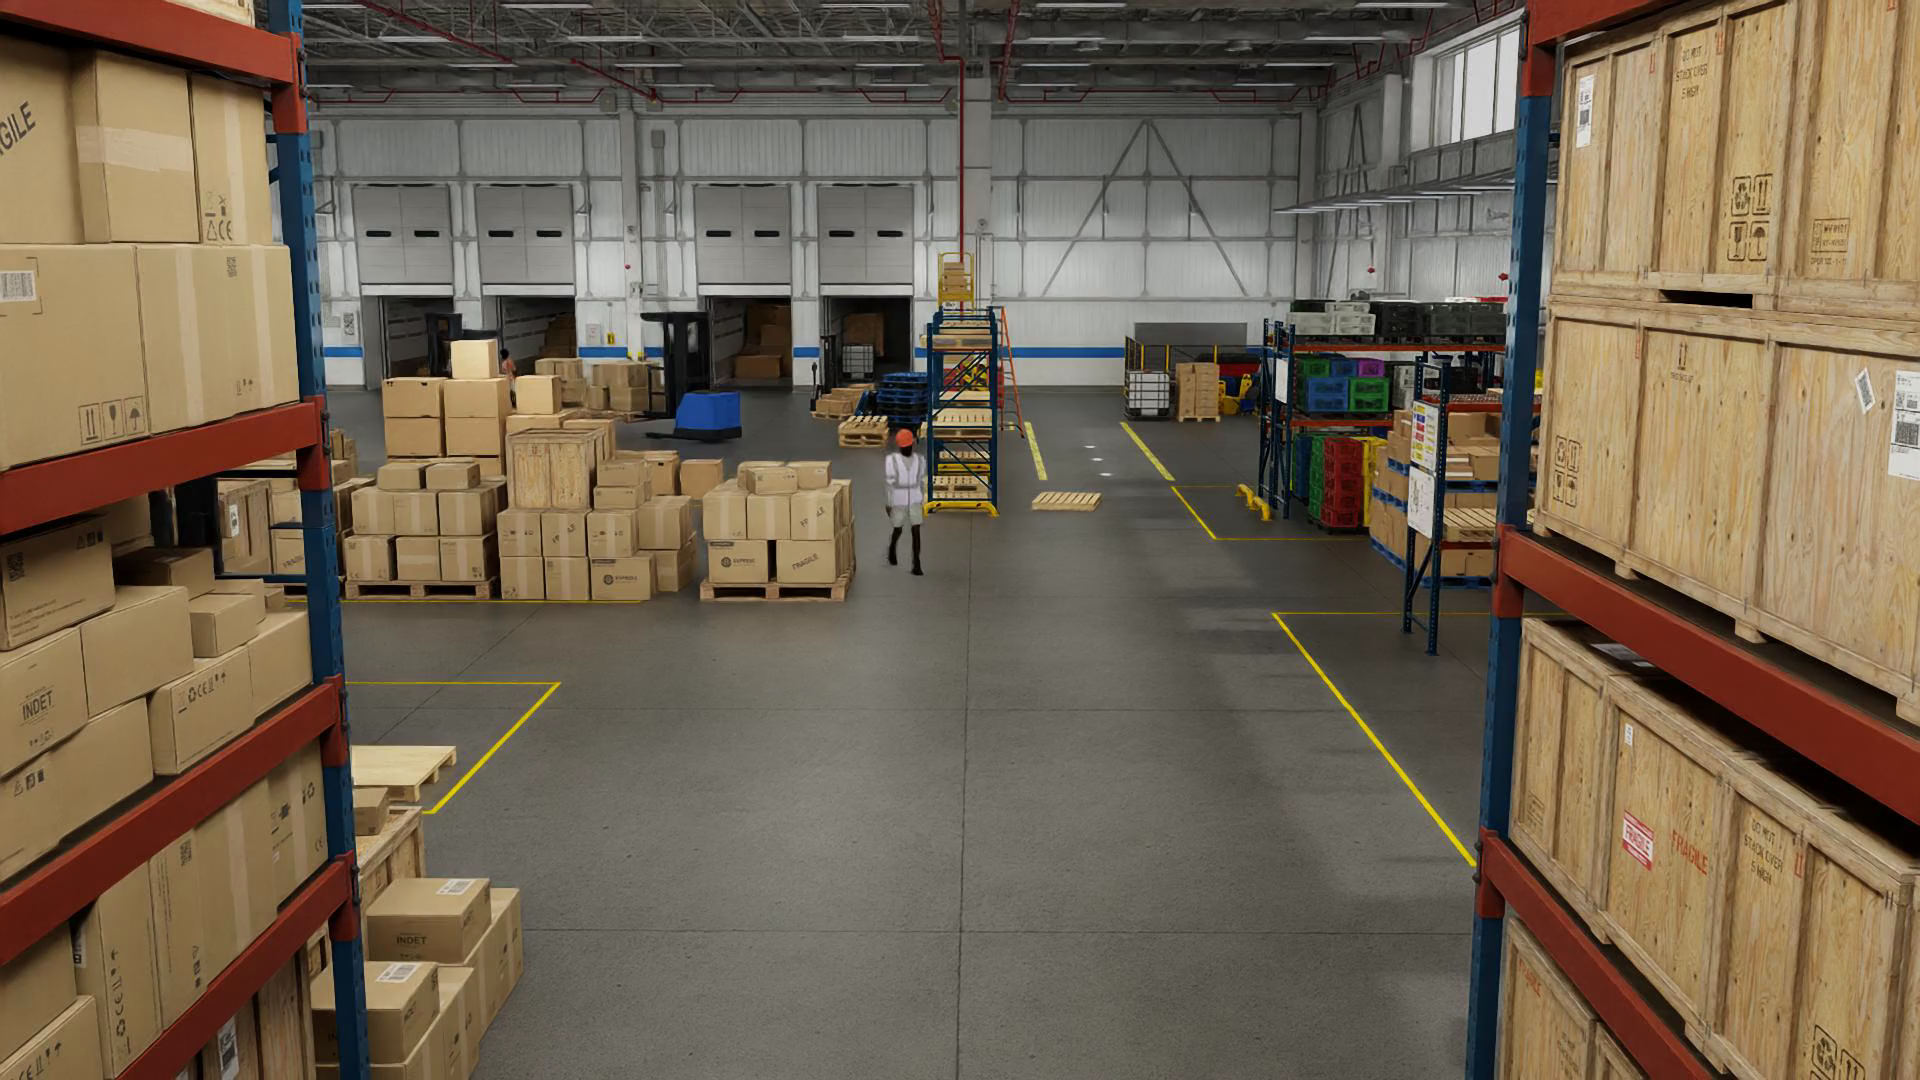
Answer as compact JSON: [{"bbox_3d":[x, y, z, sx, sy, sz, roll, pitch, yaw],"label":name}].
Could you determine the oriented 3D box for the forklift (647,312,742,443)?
[{"bbox_3d":[-5.831,-3.601,36.477,1.873,2.768,1.129,6,12,31],"label":"forklift"}]

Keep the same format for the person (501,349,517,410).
[{"bbox_3d":[-11.584,-4.100,42.857,0.405,1.658,0.599,-7,12,-35],"label":"person"}]

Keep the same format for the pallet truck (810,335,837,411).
[{"bbox_3d":[-3.021,-4.312,43.126,1.885,1.965,0.823,3,10,17],"label":"pallet truck"}]

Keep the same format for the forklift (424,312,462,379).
[{"bbox_3d":[-11.151,-3.527,36.050,1.129,2.768,1.873,8,12,37],"label":"forklift"}]

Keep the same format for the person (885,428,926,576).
[{"bbox_3d":[-0.719,-0.516,21.492,0.572,1.910,0.677,-3,10,-15],"label":"person"}]

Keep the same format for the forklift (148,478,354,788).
[{"bbox_3d":[-5.250,0.771,11.255,1.873,2.768,1.129,0,10,1],"label":"forklift"}]

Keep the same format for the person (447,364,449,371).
[{"bbox_3d":[-11.551,-3.405,38.107,0.350,1.929,0.627,-2,10,-10],"label":"person"}]
